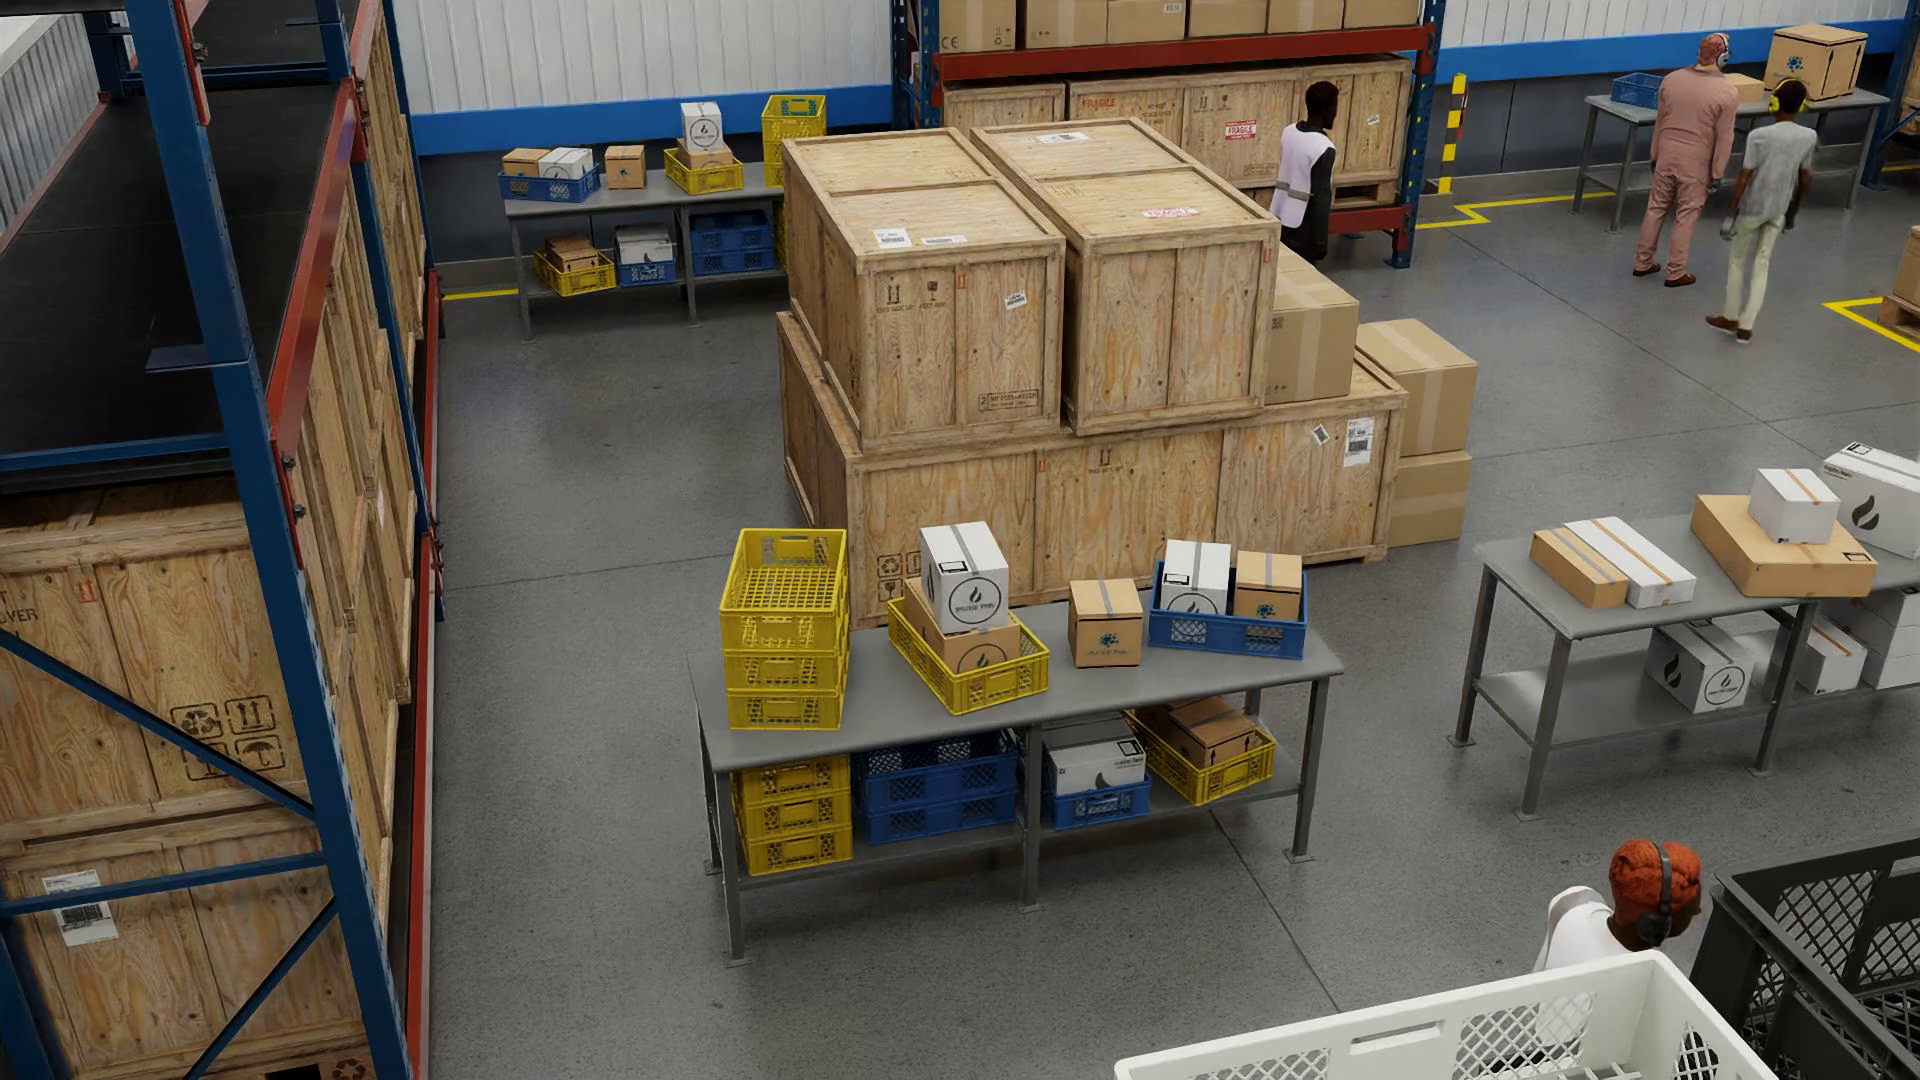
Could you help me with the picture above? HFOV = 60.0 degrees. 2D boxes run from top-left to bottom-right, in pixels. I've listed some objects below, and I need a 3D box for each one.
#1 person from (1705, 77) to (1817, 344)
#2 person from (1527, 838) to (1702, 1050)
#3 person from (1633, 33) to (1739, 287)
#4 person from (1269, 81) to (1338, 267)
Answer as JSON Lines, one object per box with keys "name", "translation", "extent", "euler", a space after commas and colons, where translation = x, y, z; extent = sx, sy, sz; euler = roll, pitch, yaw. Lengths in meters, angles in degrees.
{"name": "person", "translation": [5.605, -2.299, 11.635], "extent": [0.567, 1.854, 0.521], "euler": [-1, 29, -1]}
{"name": "person", "translation": [1.703, 1.584, 4.553], "extent": [0.342, 1.882, 0.579], "euler": [-2, 29, -4]}
{"name": "person", "translation": [5.550, -2.887, 12.661], "extent": [0.402, 1.900, 0.636], "euler": [-20, 35, -32]}
{"name": "person", "translation": [2.313, -2.151, 11.308], "extent": [0.385, 1.912, 0.585], "euler": [-9, 30, -16]}
